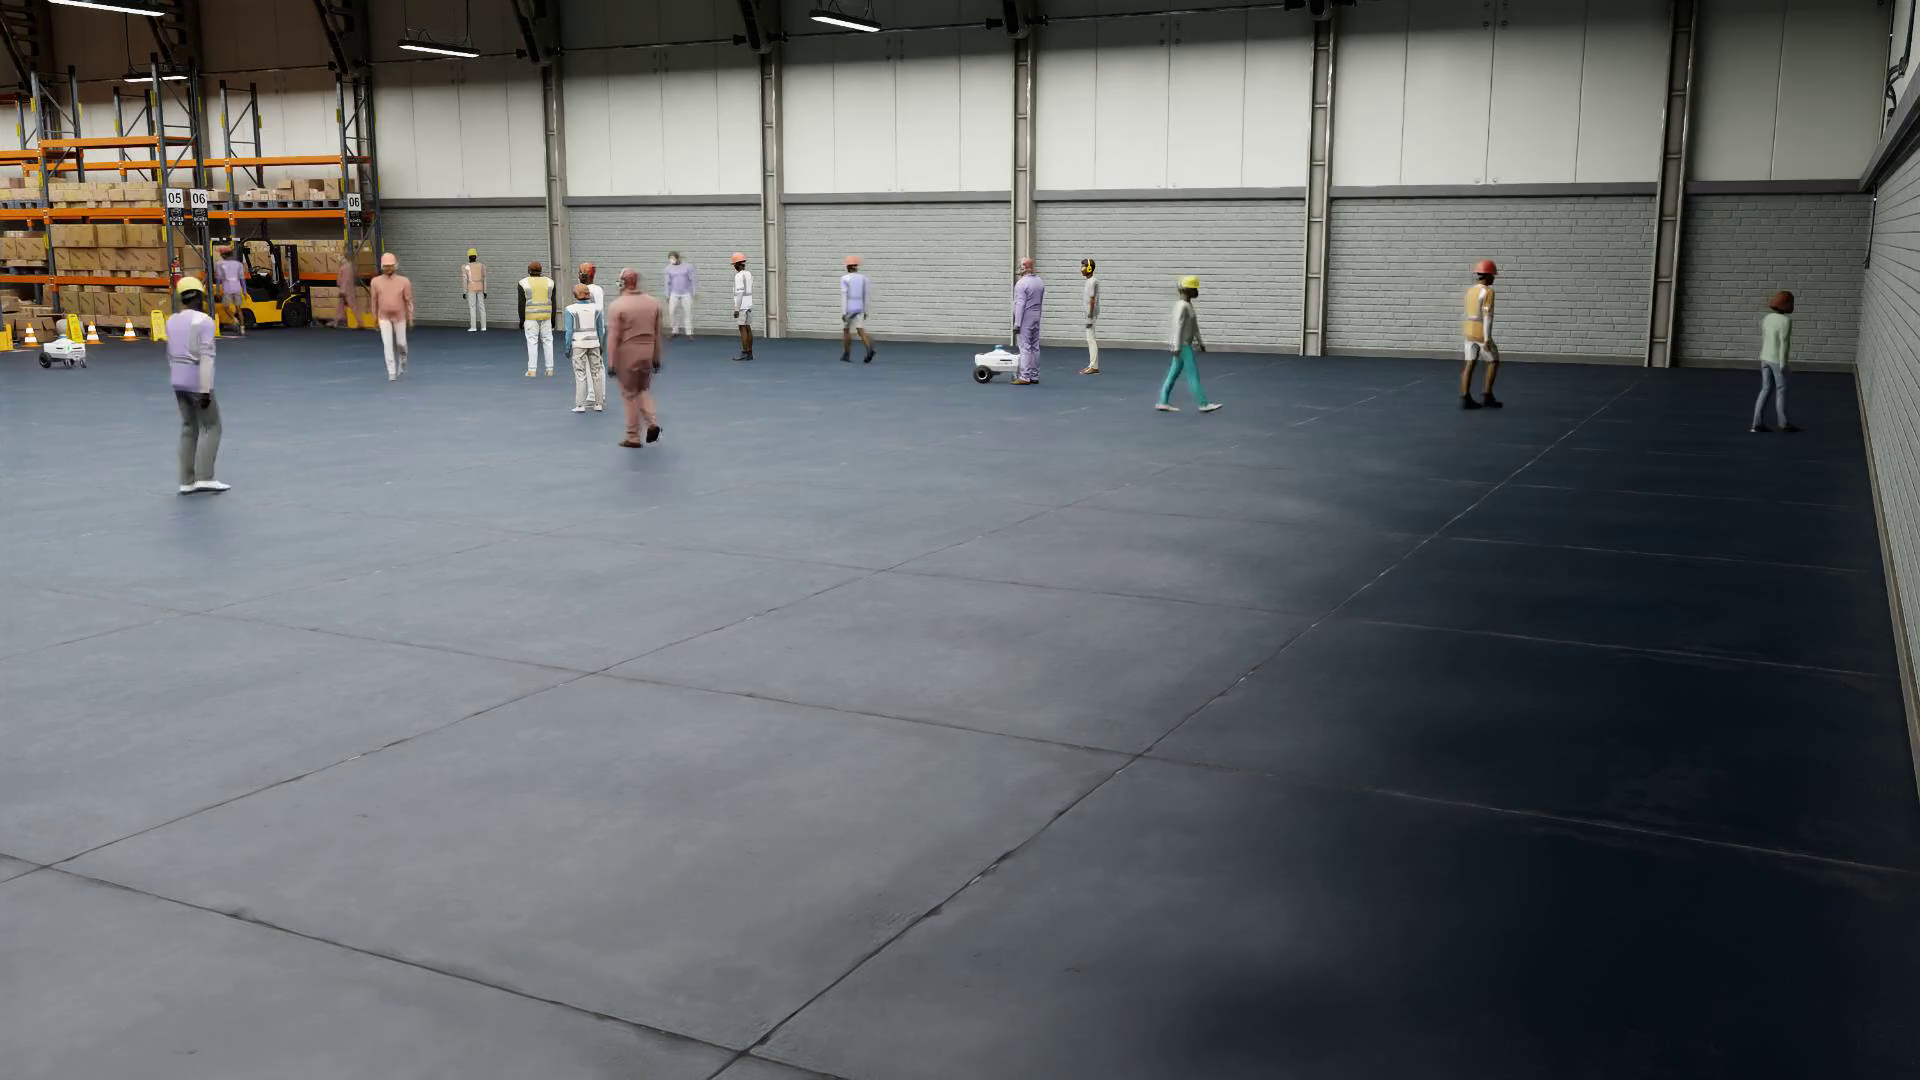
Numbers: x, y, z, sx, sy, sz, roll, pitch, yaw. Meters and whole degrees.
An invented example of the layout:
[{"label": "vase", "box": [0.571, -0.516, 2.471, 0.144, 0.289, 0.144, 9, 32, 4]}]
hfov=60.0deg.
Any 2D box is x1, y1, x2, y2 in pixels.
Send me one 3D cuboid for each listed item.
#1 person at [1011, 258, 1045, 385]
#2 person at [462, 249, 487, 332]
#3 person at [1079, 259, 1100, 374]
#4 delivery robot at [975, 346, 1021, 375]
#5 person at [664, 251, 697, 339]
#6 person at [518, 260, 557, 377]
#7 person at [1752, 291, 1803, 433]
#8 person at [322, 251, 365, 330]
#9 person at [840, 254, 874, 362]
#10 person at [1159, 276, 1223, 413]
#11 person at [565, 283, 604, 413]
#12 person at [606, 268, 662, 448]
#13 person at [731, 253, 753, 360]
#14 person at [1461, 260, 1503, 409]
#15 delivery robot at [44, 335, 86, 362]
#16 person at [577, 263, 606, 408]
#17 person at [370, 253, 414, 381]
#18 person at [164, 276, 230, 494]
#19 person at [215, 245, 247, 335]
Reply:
[{"label": "person", "box": [0.995, -3.283, 25.021, 0.410, 1.906, 0.642, 7, 12, 33]}, {"label": "person", "box": [-11.339, -5.827, 38.830, 0.589, 1.927, 0.388, -8, 13, -38]}, {"label": "person", "box": [2.107, -3.617, 26.972, 0.312, 1.864, 0.510, 0, 10, -1]}, {"label": "delivery robot", "box": [0.592, -2.726, 25.391, 0.707, 0.478, 0.477, 2, 11, 6]}, {"label": "person", "box": [-6.047, -5.285, 35.975, 0.718, 1.899, 0.383, -1, 10, -4]}, {"label": "person", "box": [-6.734, -3.519, 26.477, 0.626, 1.844, 0.429, -7, 12, -33]}, {"label": "person", "box": [9.315, -2.012, 18.892, 0.471, 1.623, 0.531, -1, 10, -7]}, {"label": "person", "box": [-14.601, -5.884, 39.299, 0.976, 1.858, 0.666, -5, 11, -23]}, {"label": "person", "box": [-1.836, -4.080, 29.362, 0.552, 1.913, 0.866, -7, 13, -35]}, {"label": "person", "box": [2.929, -2.464, 21.046, 0.897, 1.727, 0.541, 3, 11, 16]}, {"label": "person", "box": [-4.755, -2.430, 21.091, 0.513, 1.640, 0.309, -7, 13, -34]}, {"label": "person", "box": [-3.471, -1.917, 17.587, 0.417, 1.893, 0.671, 8, 13, 39]}, {"label": "person", "box": [-3.926, -4.185, 29.874, 0.373, 1.928, 0.543, 3, 11, 15]}, {"label": "person", "box": [6.803, -2.641, 21.479, 0.681, 1.915, 0.580, -3, 11, -17]}, {"label": "delivery robot", "box": [-15.138, -3.222, 28.114, 0.707, 0.478, 0.477, 6, 12, 28]}, {"label": "person", "box": [-4.821, -2.660, 21.681, 0.356, 1.883, 0.574, 2, 11, 11]}, {"label": "person", "box": [-8.835, -3.478, 25.898, 0.621, 1.974, 0.741, -3, 11, -15]}, {"label": "person", "box": [-6.686, -1.346, 14.513, 0.605, 1.880, 0.543, 5, 11, 24]}, {"label": "person", "box": [-16.417, -5.616, 37.457, 0.550, 2.006, 0.724, 10, 15, 44]}]
